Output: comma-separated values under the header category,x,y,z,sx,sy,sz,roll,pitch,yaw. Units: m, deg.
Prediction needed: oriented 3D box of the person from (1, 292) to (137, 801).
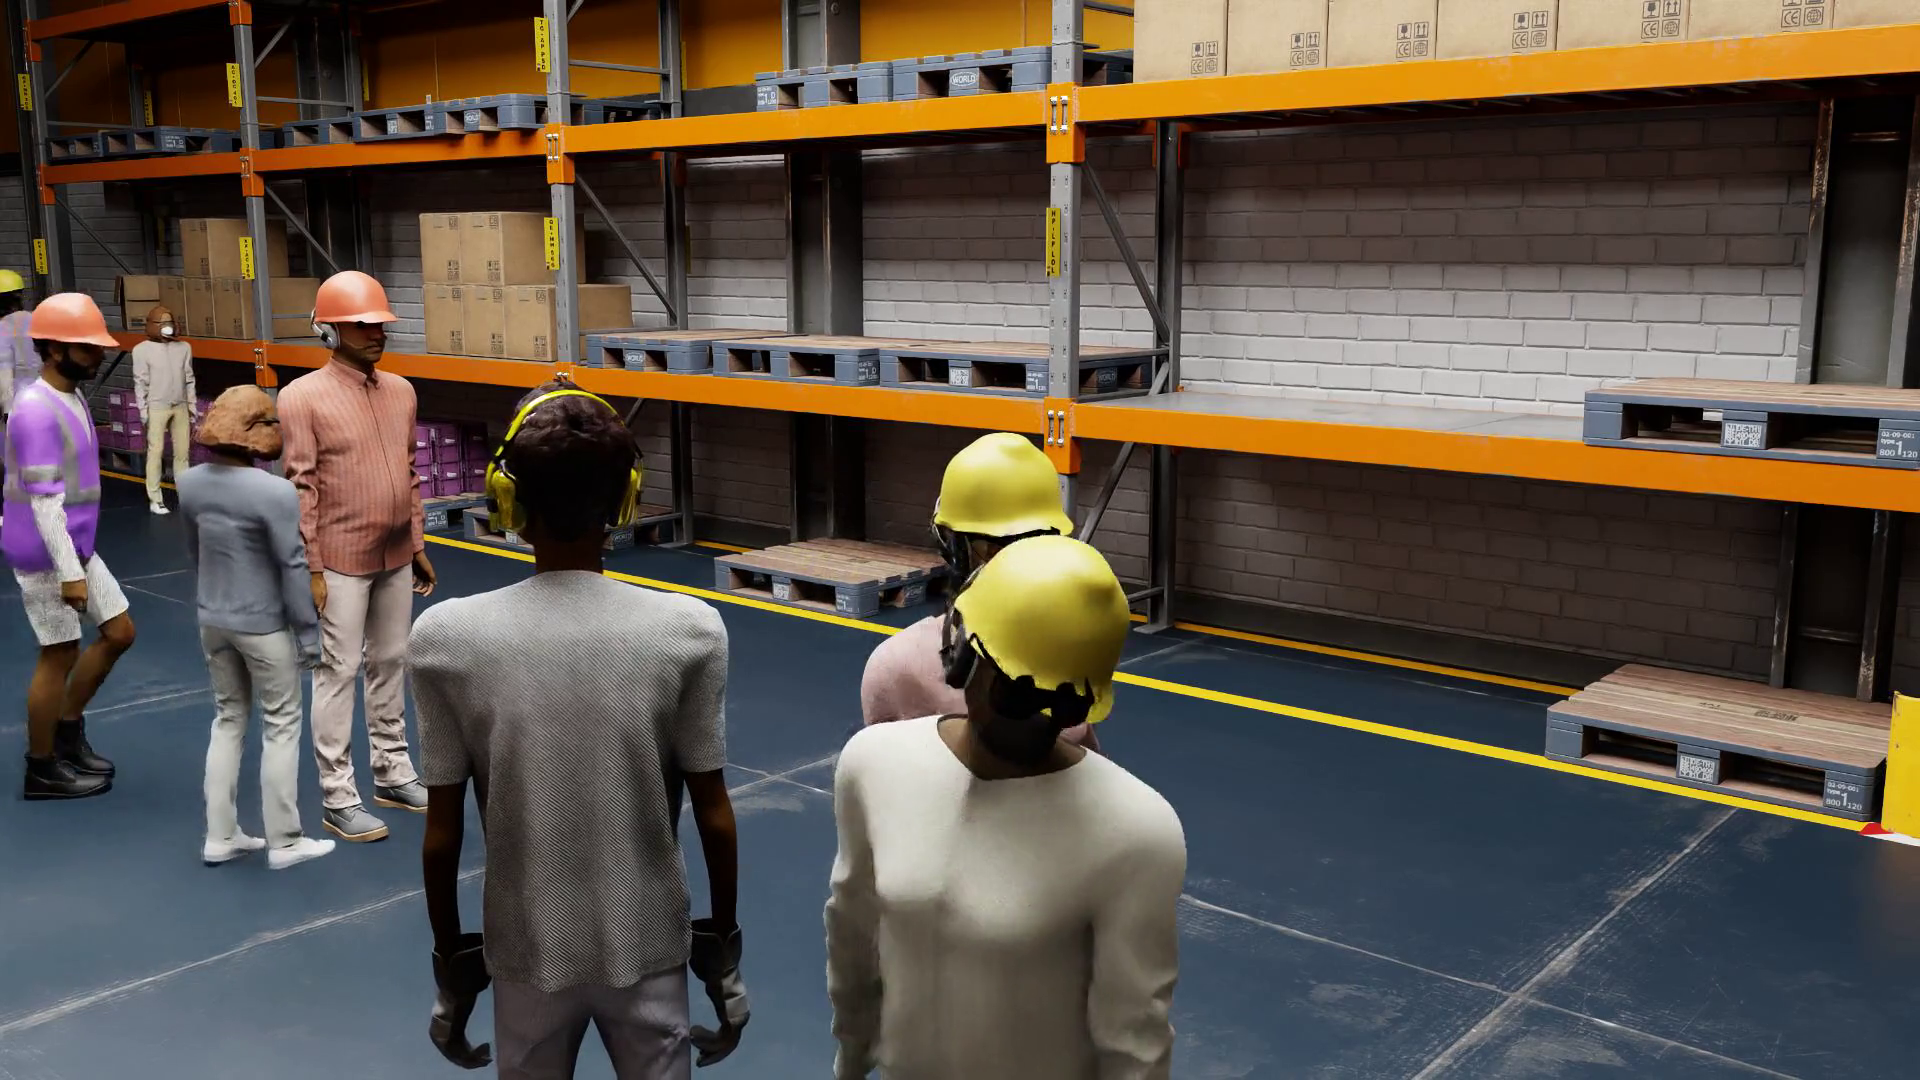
category,x,y,z,sx,sy,sz,roll,pitch,yaw
person,-3.350,0.036,6.246,0.505,1.909,0.620,-3,10,-14

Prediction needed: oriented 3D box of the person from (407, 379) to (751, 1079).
category,x,y,z,sx,sy,sz,roll,pitch,yaw
person,-0.599,0.680,2.686,0.514,1.877,0.328,-1,10,-8

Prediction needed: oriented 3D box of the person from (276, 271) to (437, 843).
category,x,y,z,sx,sy,sz,roll,pitch,yaw
person,-2.116,0.052,5.917,0.382,1.995,0.612,4,11,24

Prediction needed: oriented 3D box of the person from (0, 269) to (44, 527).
category,x,y,z,sx,sy,sz,roll,pitch,yaw
person,-7.043,-1.059,12.456,0.443,1.918,0.607,1,10,6

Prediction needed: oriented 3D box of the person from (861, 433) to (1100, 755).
category,x,y,z,sx,sy,sz,roll,pitch,yaw
person,0.065,0.692,2.927,0.525,1.769,0.309,-8,13,-38

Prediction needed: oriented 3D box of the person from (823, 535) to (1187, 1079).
category,x,y,z,sx,sy,sz,roll,pitch,yaw
person,-0.012,0.814,2.357,0.695,1.719,0.402,6,12,32

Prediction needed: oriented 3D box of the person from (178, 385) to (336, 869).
category,x,y,z,sx,sy,sz,roll,pitch,yaw
person,-2.361,0.298,5.552,0.519,1.628,0.327,4,11,22

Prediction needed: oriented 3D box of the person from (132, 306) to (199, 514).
category,x,y,z,sx,sy,sz,roll,pitch,yaw
person,-6.226,-1.017,13.062,0.282,1.626,0.491,6,12,32
